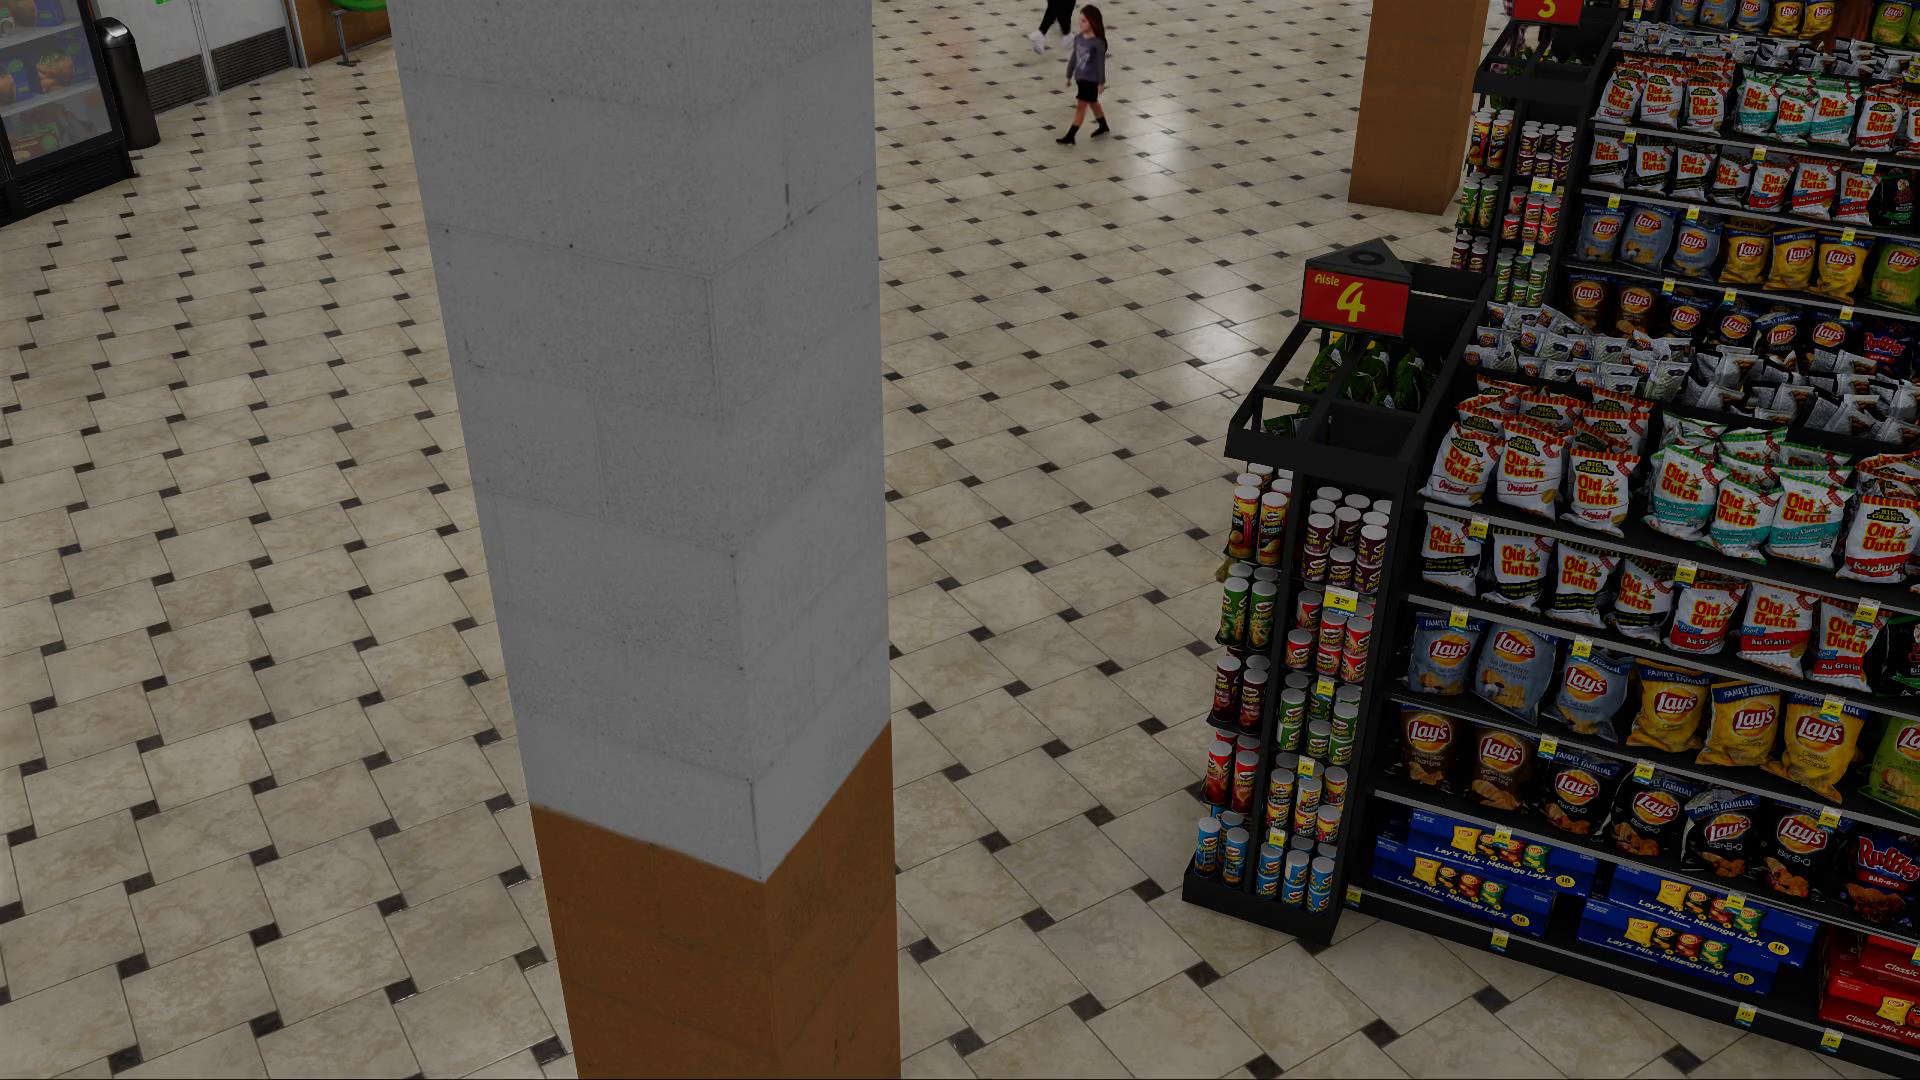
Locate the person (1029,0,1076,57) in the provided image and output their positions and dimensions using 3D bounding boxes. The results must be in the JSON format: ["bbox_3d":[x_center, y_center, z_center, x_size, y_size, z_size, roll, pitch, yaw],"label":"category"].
[{"bbox_3d":[0.879,-5.229,15.173,1.043,1.612,0.754,20,37,28],"label":"person"}]

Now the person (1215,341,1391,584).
[{"bbox_3d":[1.794,-0.266,7.183,1.293,1.626,1.146,0,32,0],"label":"person"}]

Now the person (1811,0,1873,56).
[{"bbox_3d":[5.797,-2.839,11.255,0.750,1.694,0.690,-11,34,-17],"label":"person"}]

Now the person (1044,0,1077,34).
[{"bbox_3d":[1.029,-5.680,15.768,0.962,1.749,0.960,-4,32,-6],"label":"person"}]

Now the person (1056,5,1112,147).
[{"bbox_3d":[1.055,-3.677,13.185,0.778,1.077,0.806,-21,37,-30],"label":"person"}]
